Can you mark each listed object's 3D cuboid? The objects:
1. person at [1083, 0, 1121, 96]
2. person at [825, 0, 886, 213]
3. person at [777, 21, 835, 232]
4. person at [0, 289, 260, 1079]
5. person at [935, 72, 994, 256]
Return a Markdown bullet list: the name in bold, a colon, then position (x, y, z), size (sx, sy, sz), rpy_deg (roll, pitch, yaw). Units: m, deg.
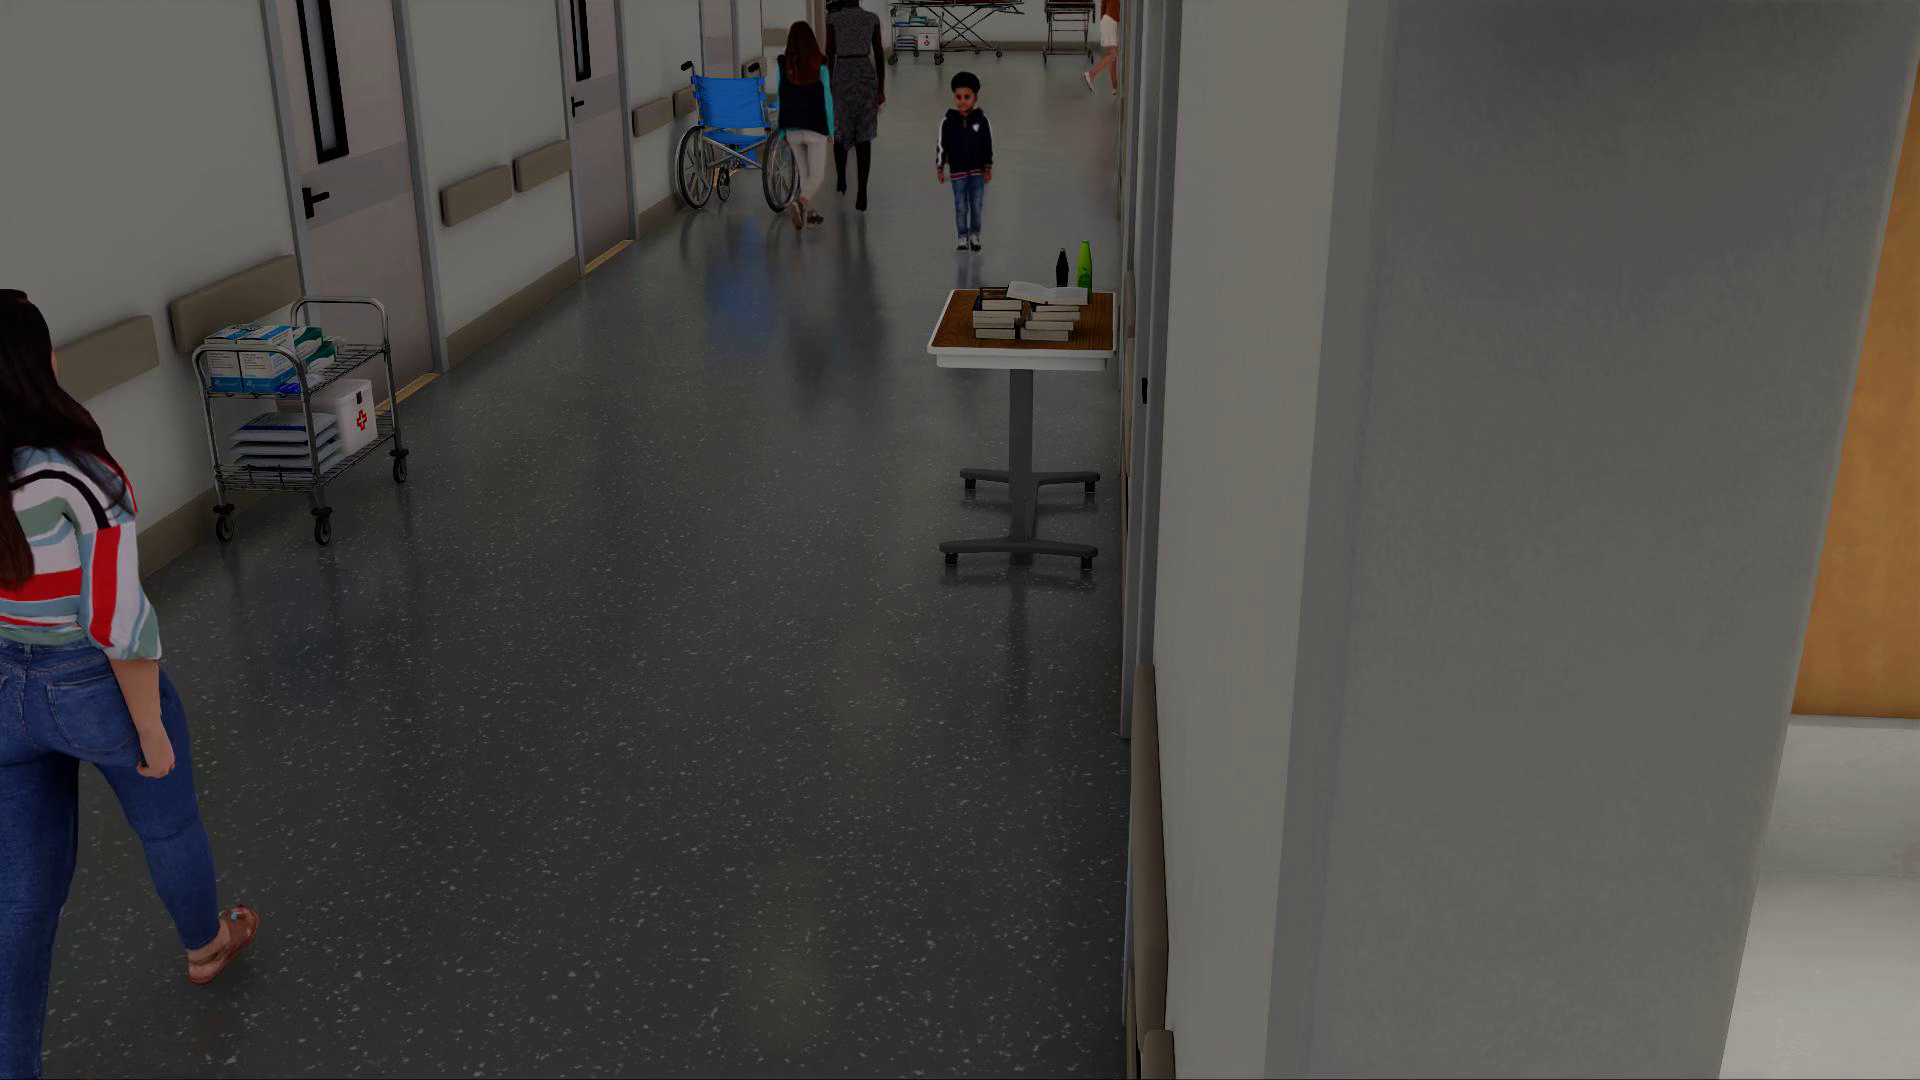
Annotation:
- **person**: position (1.859, -6.463, 20.938), size (0.914, 1.707, 0.981), rpy_deg (-8, 22, -19)
- **person**: position (-0.799, -3.392, 12.766), size (0.834, 1.752, 1.153), rpy_deg (-4, 21, -9)
- **person**: position (-1.120, -2.955, 11.987), size (0.690, 1.488, 0.929), rpy_deg (6, 22, 16)
- **person**: position (-1.717, 0.362, 3.105), size (0.605, 1.575, 1.039), rpy_deg (2, 21, 5)
- **person**: position (0.053, -2.563, 11.337), size (0.527, 1.213, 0.498), rpy_deg (2, 21, 5)
